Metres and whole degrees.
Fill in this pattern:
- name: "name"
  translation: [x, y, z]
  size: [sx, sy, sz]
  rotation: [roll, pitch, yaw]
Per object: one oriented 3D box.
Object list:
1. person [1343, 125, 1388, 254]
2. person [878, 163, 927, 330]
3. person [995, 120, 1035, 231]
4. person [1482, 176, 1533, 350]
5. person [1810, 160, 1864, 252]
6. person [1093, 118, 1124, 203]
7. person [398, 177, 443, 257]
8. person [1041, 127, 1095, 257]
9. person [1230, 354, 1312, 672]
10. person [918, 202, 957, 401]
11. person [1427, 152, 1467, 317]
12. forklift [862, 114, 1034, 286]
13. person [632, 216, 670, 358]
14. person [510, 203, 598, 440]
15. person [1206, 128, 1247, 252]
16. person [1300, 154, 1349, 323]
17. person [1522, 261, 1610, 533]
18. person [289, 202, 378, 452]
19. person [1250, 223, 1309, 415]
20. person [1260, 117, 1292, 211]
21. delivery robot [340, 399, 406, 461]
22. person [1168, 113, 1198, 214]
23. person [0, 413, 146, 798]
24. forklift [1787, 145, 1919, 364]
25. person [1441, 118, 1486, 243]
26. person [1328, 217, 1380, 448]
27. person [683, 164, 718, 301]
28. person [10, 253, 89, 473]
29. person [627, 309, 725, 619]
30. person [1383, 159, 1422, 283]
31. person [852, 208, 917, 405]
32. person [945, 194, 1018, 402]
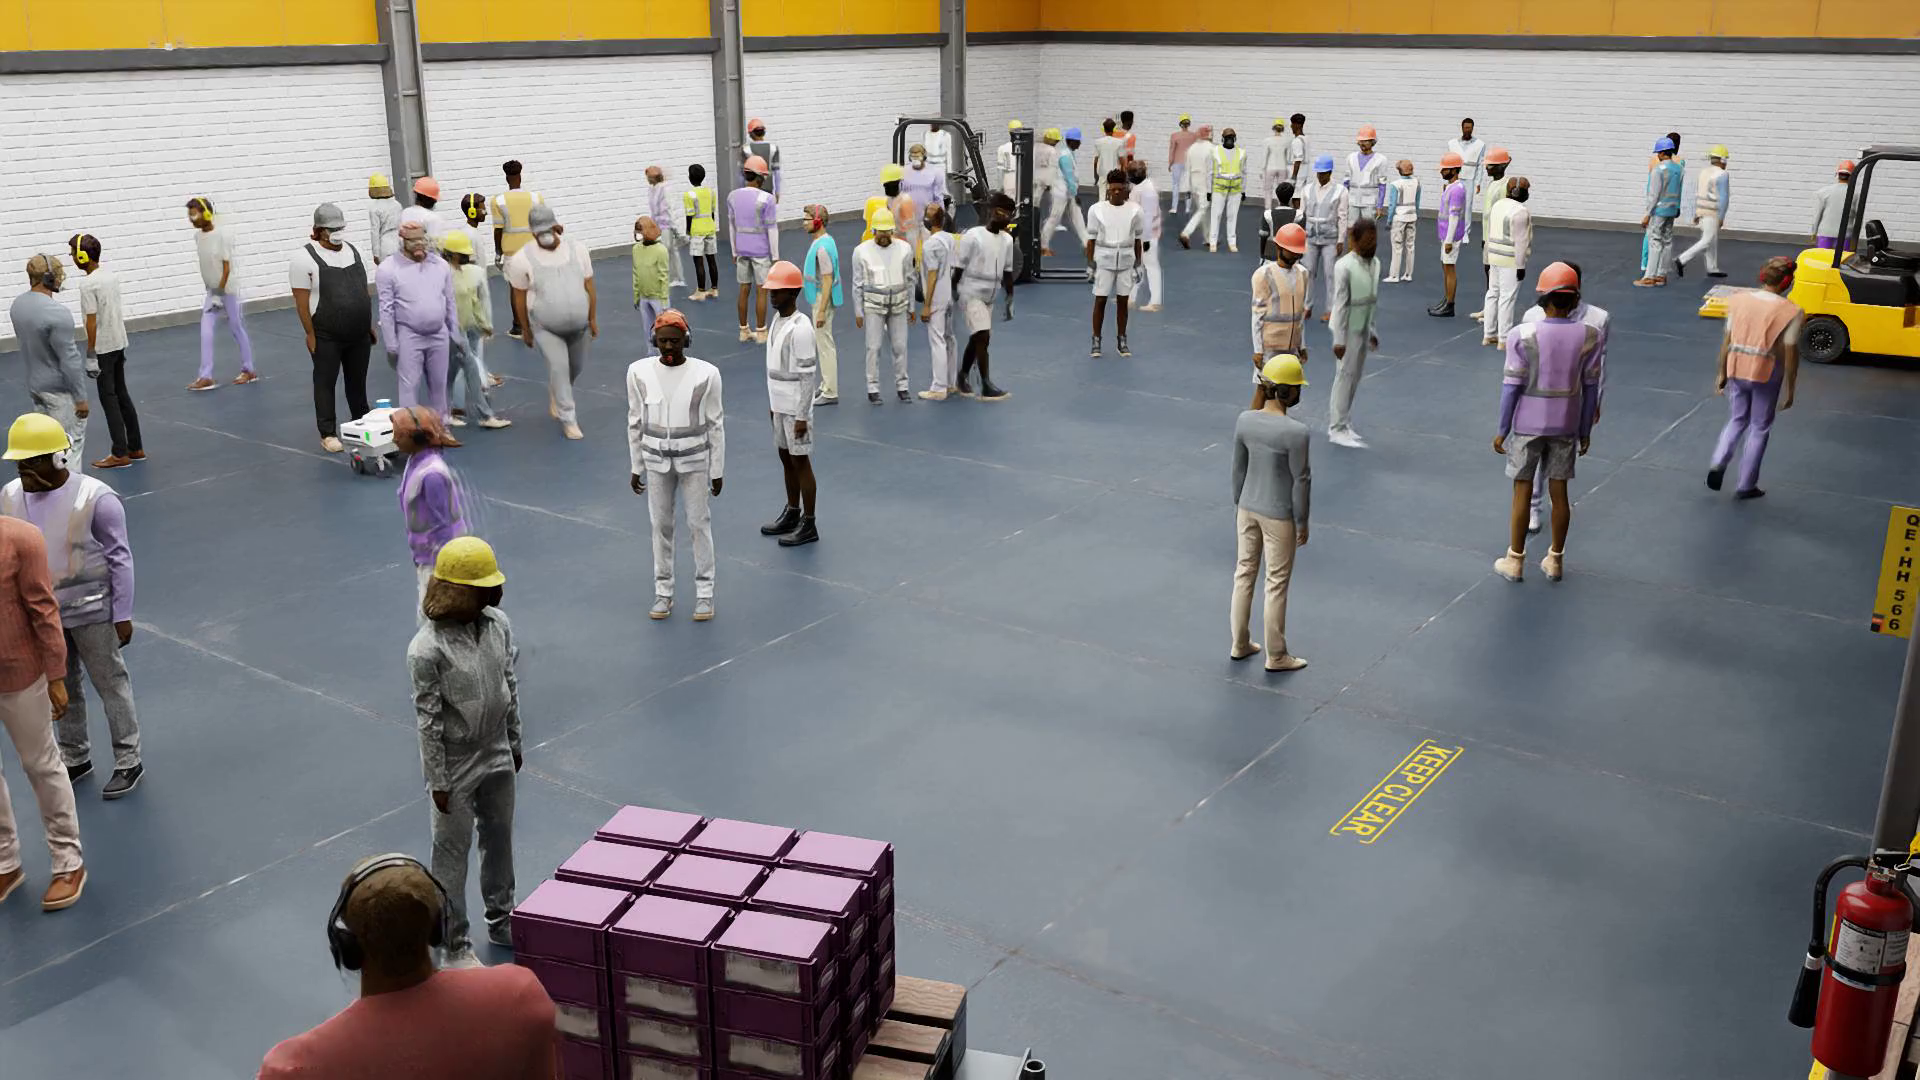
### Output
- name: "person"
  translation: [5.458, -4.575, 22.562]
  size: [0.605, 2.045, 0.377]
  rotation: [13, 22, 34]
- name: "person"
  translation: [-0.608, -3.330, 18.911]
  size: [0.677, 1.897, 0.627]
  rotation: [-8, 19, -23]
- name: "person"
  translation: [0.845, -5.446, 25.476]
  size: [0.594, 1.924, 0.376]
  rotation: [-5, 19, -16]
- name: "person"
  translation: [5.901, -2.975, 17.893]
  size: [0.430, 1.840, 0.623]
  rotation: [-4, 18, -12]
- name: "person"
  translation: [10.938, -3.850, 20.763]
  size: [0.573, 1.748, 0.342]
  rotation: [9, 20, 26]
- name: "person"
  translation: [2.401, -5.845, 26.821]
  size: [0.511, 1.868, 0.328]
  rotation: [4, 18, 13]
- name: "person"
  translation: [-5.643, -2.796, 17.241]
  size: [0.633, 1.894, 0.653]
  rotation: [12, 21, 32]
- name: "person"
  translation: [1.611, -5.089, 24.428]
  size: [1.053, 1.877, 0.612]
  rotation: [5, 18, 16]
- name: "person"
  translation: [1.718, -0.148, 9.169]
  size: [0.329, 1.765, 0.525]
  rotation: [-13, 22, -35]
- name: "person"
  translation: [-0.210, -2.222, 15.528]
  size: [0.346, 1.842, 0.505]
  rotation: [9, 20, 25]
- name: "person"
  translation: [5.801, -3.629, 19.793]
  size: [0.389, 1.930, 0.544]
  rotation: [3, 18, 10]
- name: "forklift"
  translation: [-0.171, -4.594, 22.377]
  size: [2.313, 2.155, 1.214]
  rotation: [1, 18, 3]
- name: "person"
  translation: [-3.013, -2.363, 16.326]
  size: [0.498, 1.624, 0.301]
  rotation: [13, 22, 36]
- name: "person"
  translation: [-3.493, -1.938, 14.317]
  size: [0.685, 2.000, 0.904]
  rotation: [-10, 20, -30]
- name: "person"
  translation: [4.007, -5.252, 25.005]
  size: [0.635, 1.842, 0.429]
  rotation: [-2, 18, -6]
- name: "person"
  translation: [4.218, -3.512, 19.414]
  size: [0.599, 1.939, 0.414]
  rotation: [12, 21, 33]
- name: "person"
  translation: [4.257, -1.055, 11.823]
  size: [0.590, 1.884, 0.948]
  rotation: [6, 19, 19]
- name: "person"
  translation: [-5.122, -1.770, 13.794]
  size: [0.537, 2.000, 0.674]
  rotation: [14, 22, 36]
- name: "person"
  translation: [2.585, -1.577, 13.373]
  size: [0.543, 1.928, 0.373]
  rotation: [-11, 21, -30]
- name: "person"
  translation: [5.420, -6.354, 28.577]
  size: [0.532, 1.767, 0.326]
  rotation: [-2, 18, -7]
- name: "delivery robot"
  translation: [-4.574, -0.878, 13.253]
  size: [0.477, 0.478, 0.707]
  rotation: [9, 20, 27]
- name: "person"
  translation: [3.985, -6.729, 29.766]
  size: [0.532, 1.758, 0.344]
  rotation: [-3, 18, -8]
- name: "person"
  translation: [-4.085, 0.310, 7.624]
  size: [0.600, 1.830, 0.404]
  rotation: [3, 18, 8]
- name: "forklift"
  translation: [9.803, -2.879, 17.013]
  size: [2.313, 2.155, 1.214]
  rotation: [12, 21, 33]
- name: "person"
  translation: [7.866, -5.621, 26.031]
  size: [0.596, 1.921, 0.384]
  rotation: [8, 19, 24]
- name: "person"
  translation: [3.303, -1.742, 13.938]
  size: [0.410, 1.924, 0.601]
  rotation: [15, 23, 38]
- name: "person"
  translation: [-3.253, -3.846, 20.842]
  size: [0.322, 1.696, 0.536]
  rotation: [12, 21, 33]
- name: "person"
  translation: [-6.371, -1.055, 11.749]
  size: [0.636, 1.928, 0.387]
  rotation: [12, 21, 32]
- name: "person"
  translation: [-1.681, -0.440, 9.903]
  size: [0.575, 1.878, 0.359]
  rotation: [1, 18, 4]
- name: "person"
  translation: [5.913, -4.254, 22.213]
  size: [0.513, 1.640, 0.311]
  rotation: [-8, 20, -24]
- name: "person"
  translation: [-0.695, -2.151, 15.351]
  size: [0.602, 1.817, 0.403]
  rotation: [-6, 19, -17]
- name: "person"
  translation: [0.255, -2.251, 15.503]
  size: [0.828, 1.908, 0.689]
  rotation: [16, 24, 41]
